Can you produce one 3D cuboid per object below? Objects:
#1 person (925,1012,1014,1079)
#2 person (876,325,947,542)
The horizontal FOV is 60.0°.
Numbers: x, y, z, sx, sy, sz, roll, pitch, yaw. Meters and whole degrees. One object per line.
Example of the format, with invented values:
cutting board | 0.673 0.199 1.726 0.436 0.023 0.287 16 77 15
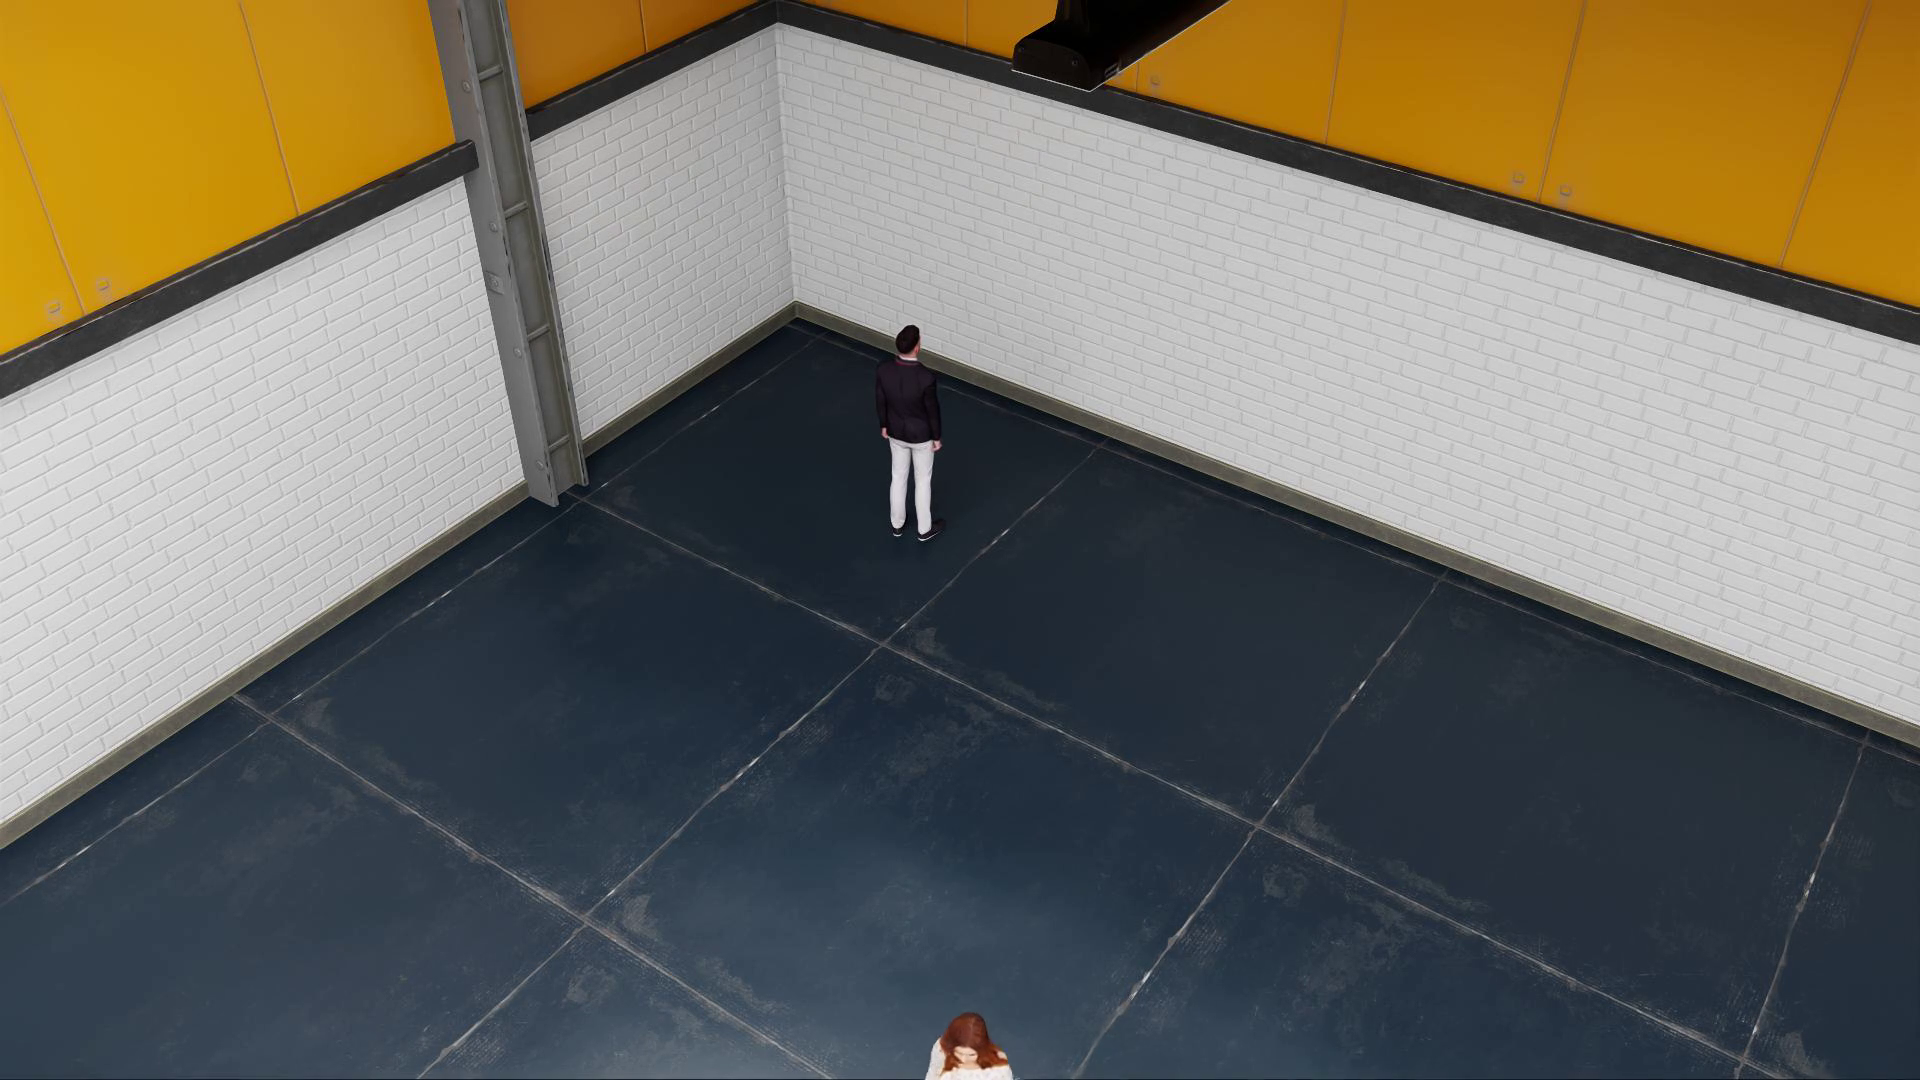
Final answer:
person | 0.104 2.739 8.091 0.676 1.695 0.948 20 43 23
person | -0.374 -0.793 12.394 0.695 1.844 0.624 15 41 18
